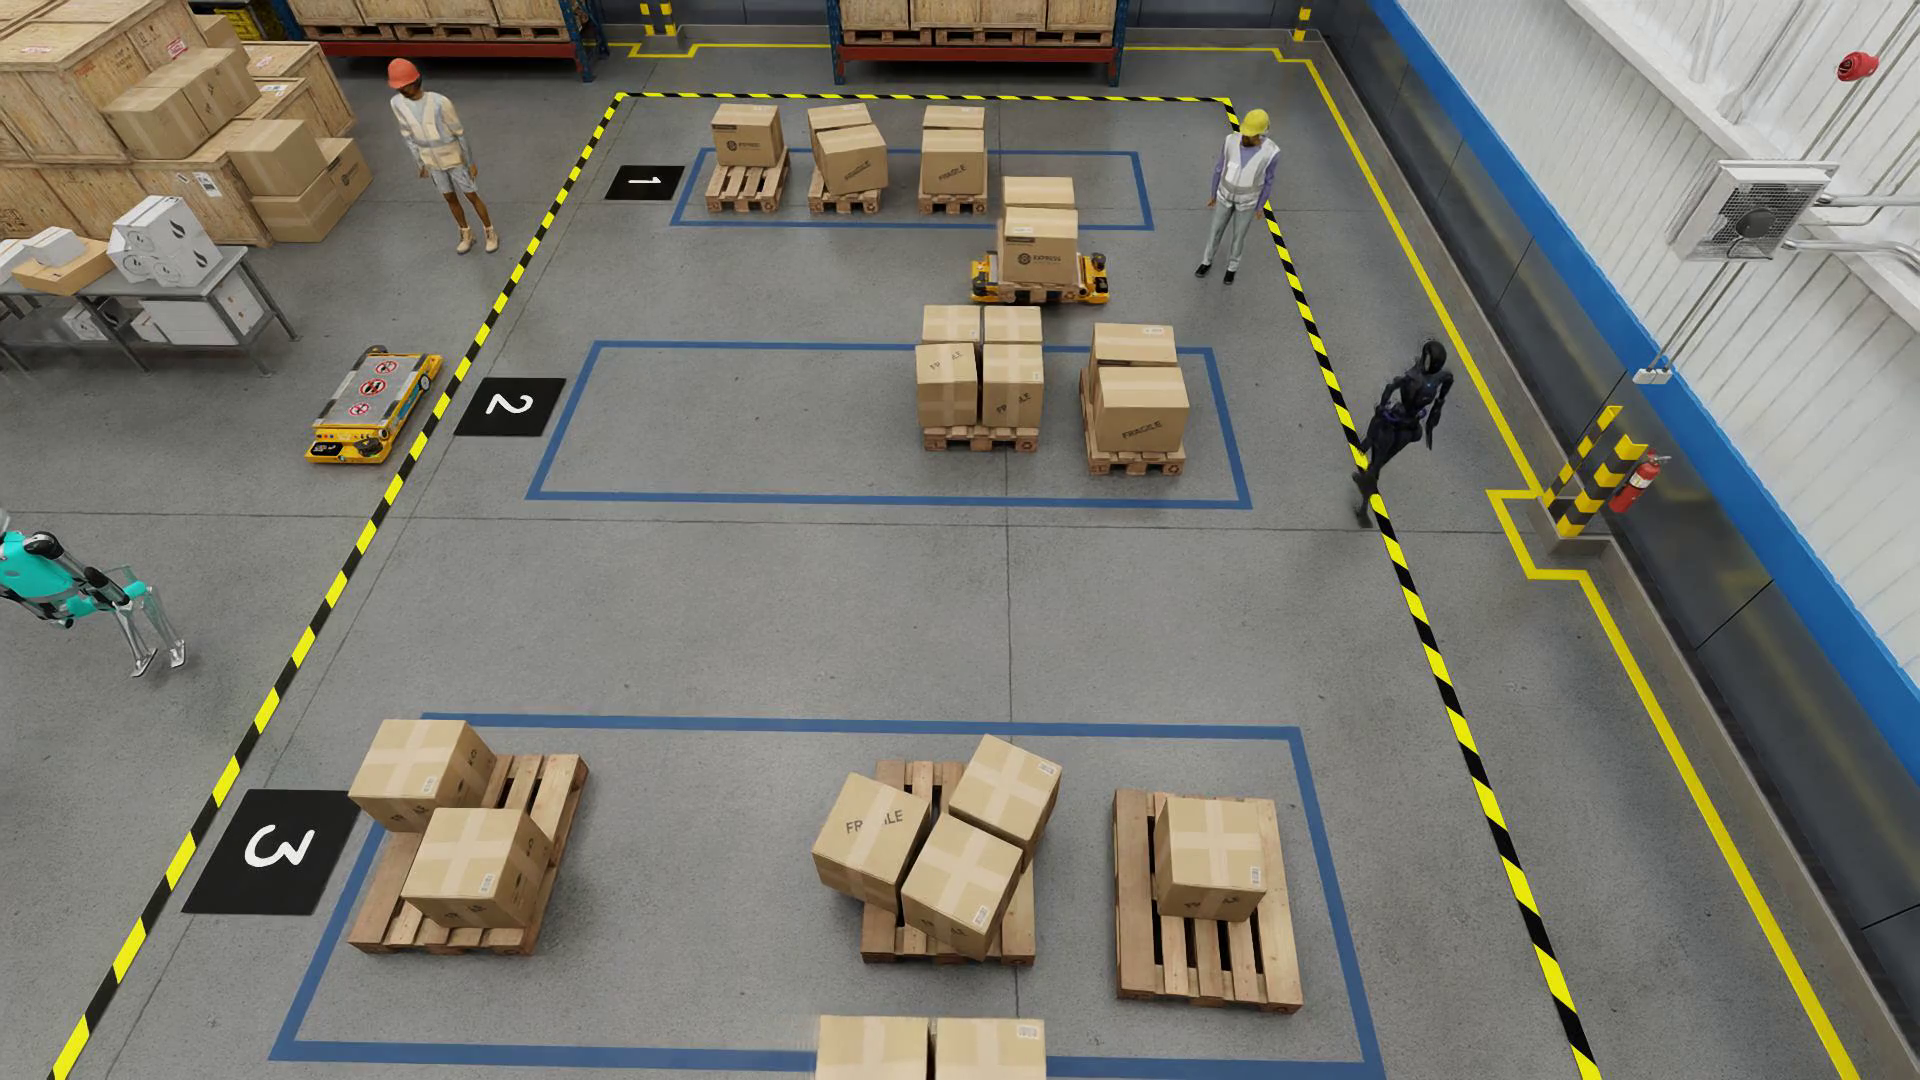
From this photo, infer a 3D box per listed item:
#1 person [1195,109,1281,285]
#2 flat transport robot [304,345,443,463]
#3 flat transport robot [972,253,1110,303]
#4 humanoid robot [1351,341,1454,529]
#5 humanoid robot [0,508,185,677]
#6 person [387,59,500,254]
[{"bbox_3d":[2.810,-3.453,9.270,0.590,1.822,0.404,23,54,18],"label":"person"},{"bbox_3d":[-5.383,-1.269,8.441,0.659,0.231,1.431,1,50,1],"label":"flat transport robot"},{"bbox_3d":[0.844,-2.791,9.711,1.431,0.197,0.652,1,50,1],"label":"flat transport robot"},{"bbox_3d":[3.464,-0.832,7.160,0.587,1.638,0.688,-7,50,-6],"label":"humanoid robot"},{"bbox_3d":[-5.809,0.265,6.096,0.533,1.671,0.735,-12,51,-10],"label":"humanoid robot"},{"bbox_3d":[-5.383,-3.948,9.547,0.614,2.040,0.370,-1,50,-1],"label":"person"}]
